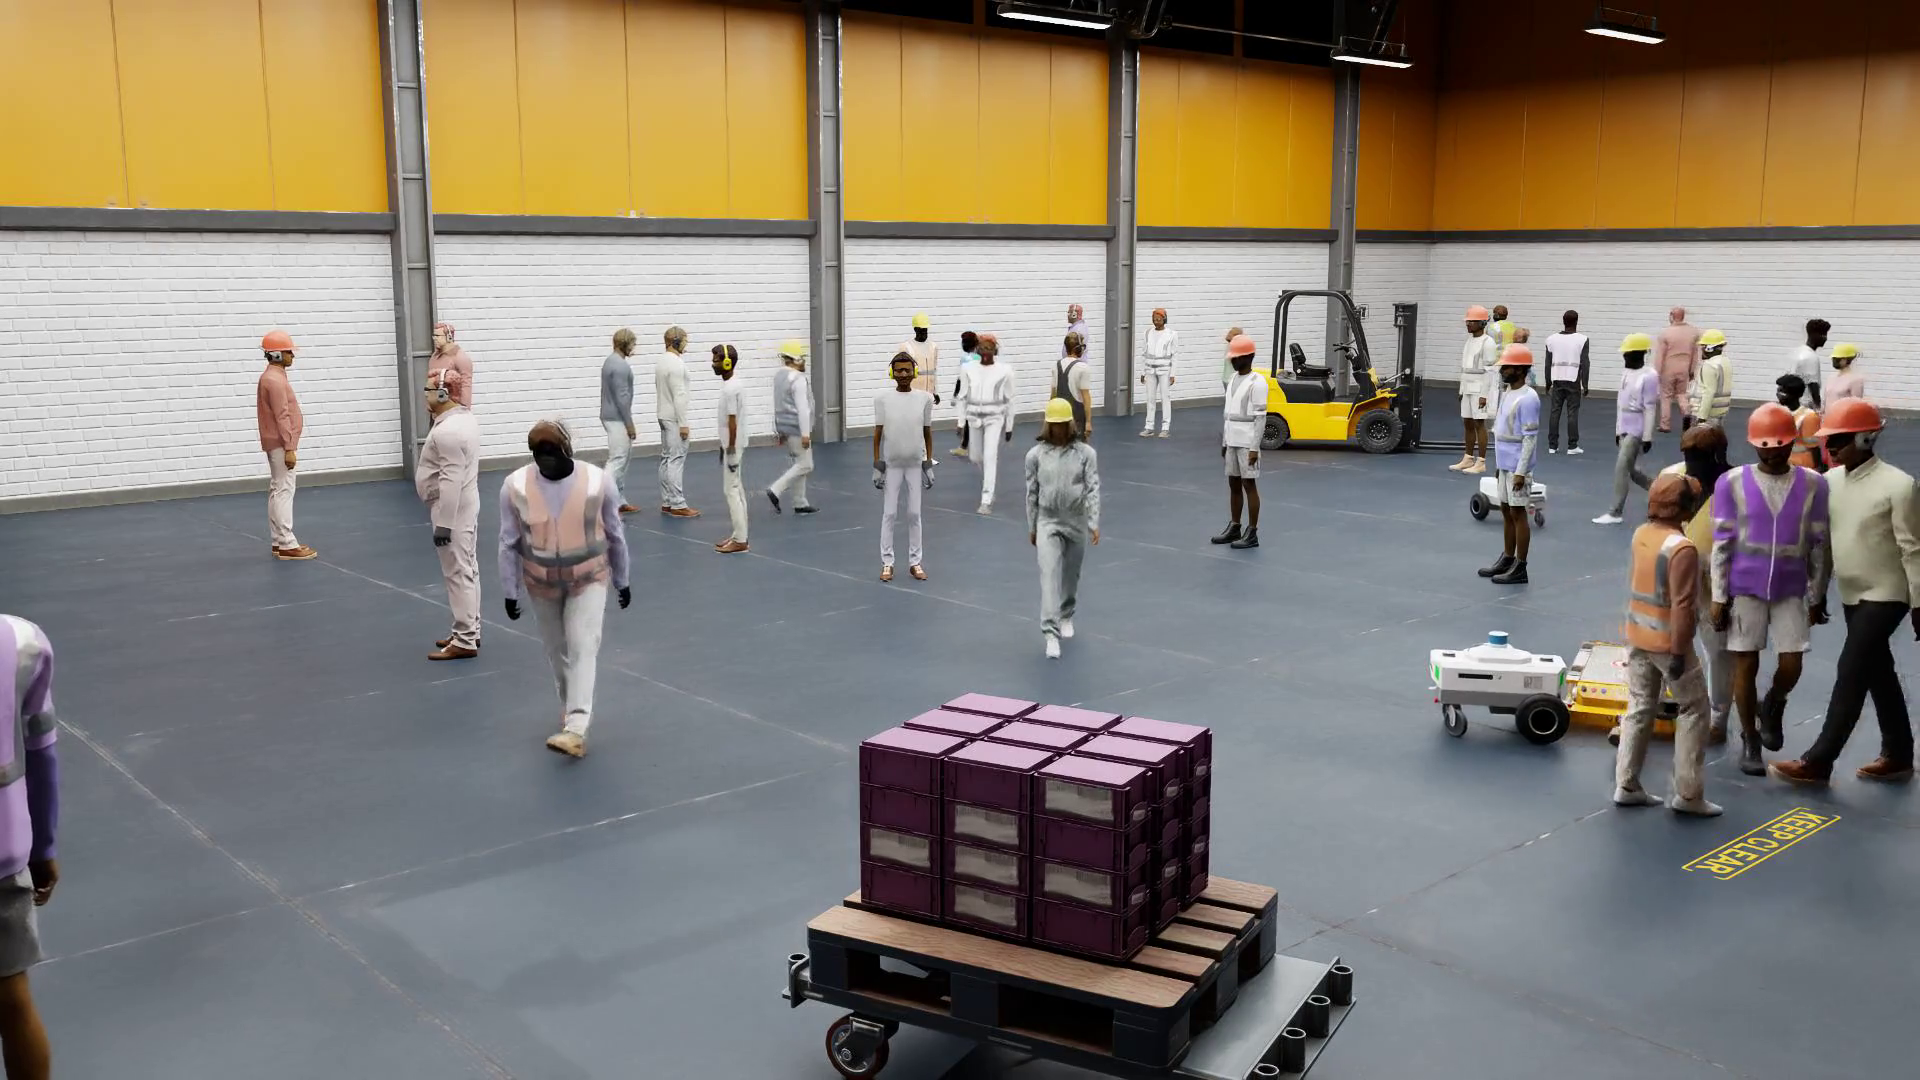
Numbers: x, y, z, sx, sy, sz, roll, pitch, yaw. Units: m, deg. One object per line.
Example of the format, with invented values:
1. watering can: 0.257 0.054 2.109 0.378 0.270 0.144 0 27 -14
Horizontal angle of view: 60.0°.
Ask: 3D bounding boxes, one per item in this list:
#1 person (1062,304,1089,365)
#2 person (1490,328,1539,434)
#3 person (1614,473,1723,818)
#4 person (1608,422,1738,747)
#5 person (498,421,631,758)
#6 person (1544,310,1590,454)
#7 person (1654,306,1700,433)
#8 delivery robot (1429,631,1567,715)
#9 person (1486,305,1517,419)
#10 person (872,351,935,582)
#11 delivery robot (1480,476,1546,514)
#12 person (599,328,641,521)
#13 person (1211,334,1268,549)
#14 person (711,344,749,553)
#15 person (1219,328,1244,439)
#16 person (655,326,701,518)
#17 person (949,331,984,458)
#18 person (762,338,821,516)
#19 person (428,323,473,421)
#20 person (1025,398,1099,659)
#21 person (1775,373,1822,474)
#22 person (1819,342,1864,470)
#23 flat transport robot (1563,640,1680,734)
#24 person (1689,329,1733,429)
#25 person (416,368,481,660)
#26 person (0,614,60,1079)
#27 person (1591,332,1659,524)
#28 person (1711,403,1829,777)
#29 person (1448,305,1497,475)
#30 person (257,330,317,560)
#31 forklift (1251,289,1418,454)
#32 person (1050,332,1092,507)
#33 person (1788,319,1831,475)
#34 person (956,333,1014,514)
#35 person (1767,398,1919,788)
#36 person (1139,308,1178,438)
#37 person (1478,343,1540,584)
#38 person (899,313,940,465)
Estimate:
1. person: 1.747 -2.626 25.303 0.404 1.911 0.636 2 10 12
2. person: 8.139 -2.301 24.323 0.867 1.595 0.514 -2 10 -11
3. person: 3.375 0.490 7.882 0.516 1.620 0.528 -1 10 -6
4. person: 3.827 0.270 8.718 0.931 1.780 0.672 -8 12 -38
5. person: -2.115 0.239 8.908 0.678 1.772 0.987 -1 10 -5
6. person: 8.102 -2.106 22.223 0.587 1.920 0.392 8 12 38
7. person: 10.634 -2.524 24.731 0.663 1.894 0.515 -1 10 -7
8. delivery robot: 2.969 0.751 9.215 0.707 0.478 0.477 2 10 13
9. person: 8.724 -2.882 26.994 0.633 1.843 0.429 -6 12 -32
10. person: -0.459 -0.595 13.524 0.513 1.872 0.328 -2 10 -11
11. delivery robot: 5.461 -0.482 16.428 0.477 0.478 0.707 -3 10 -16
12. person: -3.458 -1.165 16.753 0.474 1.923 0.762 -3 10 -18
13. person: 2.539 -0.889 15.058 0.361 1.935 0.544 -5 11 -25
14. person: -2.056 -0.812 14.838 0.328 1.862 0.533 -1 10 -4
15. person: 3.921 -2.246 23.951 0.324 1.615 0.501 -1 10 -3
16. person: -2.879 -1.192 16.821 0.371 1.939 0.627 -5 11 -26
17. person: 0.074 -1.850 21.441 0.778 1.660 0.549 5 11 29
18. person: -1.702 -1.118 16.728 0.593 1.819 0.607 -5 11 -27
19. person: -5.641 -1.430 18.304 0.650 1.907 0.409 7 12 36
20. person: 0.682 -0.117 11.214 0.487 1.702 0.891 0 10 -3
21. person: 7.171 -0.605 14.252 0.816 1.650 0.568 -1 10 -6
22. person: 9.366 -1.230 17.615 0.664 1.745 0.528 -2 10 -11
23. flat transport robot: 3.946 0.843 9.778 0.652 0.197 1.431 5 11 25
24. person: 8.319 -1.421 18.469 0.404 1.830 0.599 9 13 42
25. person: -3.354 -0.171 10.936 0.409 1.908 0.643 -1 10 -8
26. person: -2.744 0.869 4.508 0.414 2.030 0.610 5 11 25
27. person: 6.689 -1.094 16.361 0.799 1.899 0.595 -1 10 -3
28. person: 4.112 0.246 8.501 0.553 1.911 0.515 3 10 16
29. person: 6.221 -1.812 20.141 0.370 2.044 0.608 -2 10 -13
30. person: -5.899 -0.824 14.497 0.379 1.995 0.612 -6 11 -31
31. forklift: 5.034 -2.339 22.783 2.313 2.155 1.214 3 10 16
32. person: 1.178 -1.265 17.513 0.508 1.844 0.336 9 14 44
33. person: 9.810 -1.566 19.081 0.975 1.909 0.621 3 10 15
34. person: 0.290 -1.227 17.275 0.575 1.855 0.824 3 10 19
35. person: 4.436 0.269 8.276 0.915 1.935 0.640 -1 10 -6
36. person: 2.888 -2.433 24.239 0.575 1.885 0.355 6 11 32
37. person: 4.449 -0.612 13.420 0.362 1.939 0.542 0 10 -1
38. person: -0.494 -1.888 20.926 0.594 1.926 0.367 -8 13 -39
